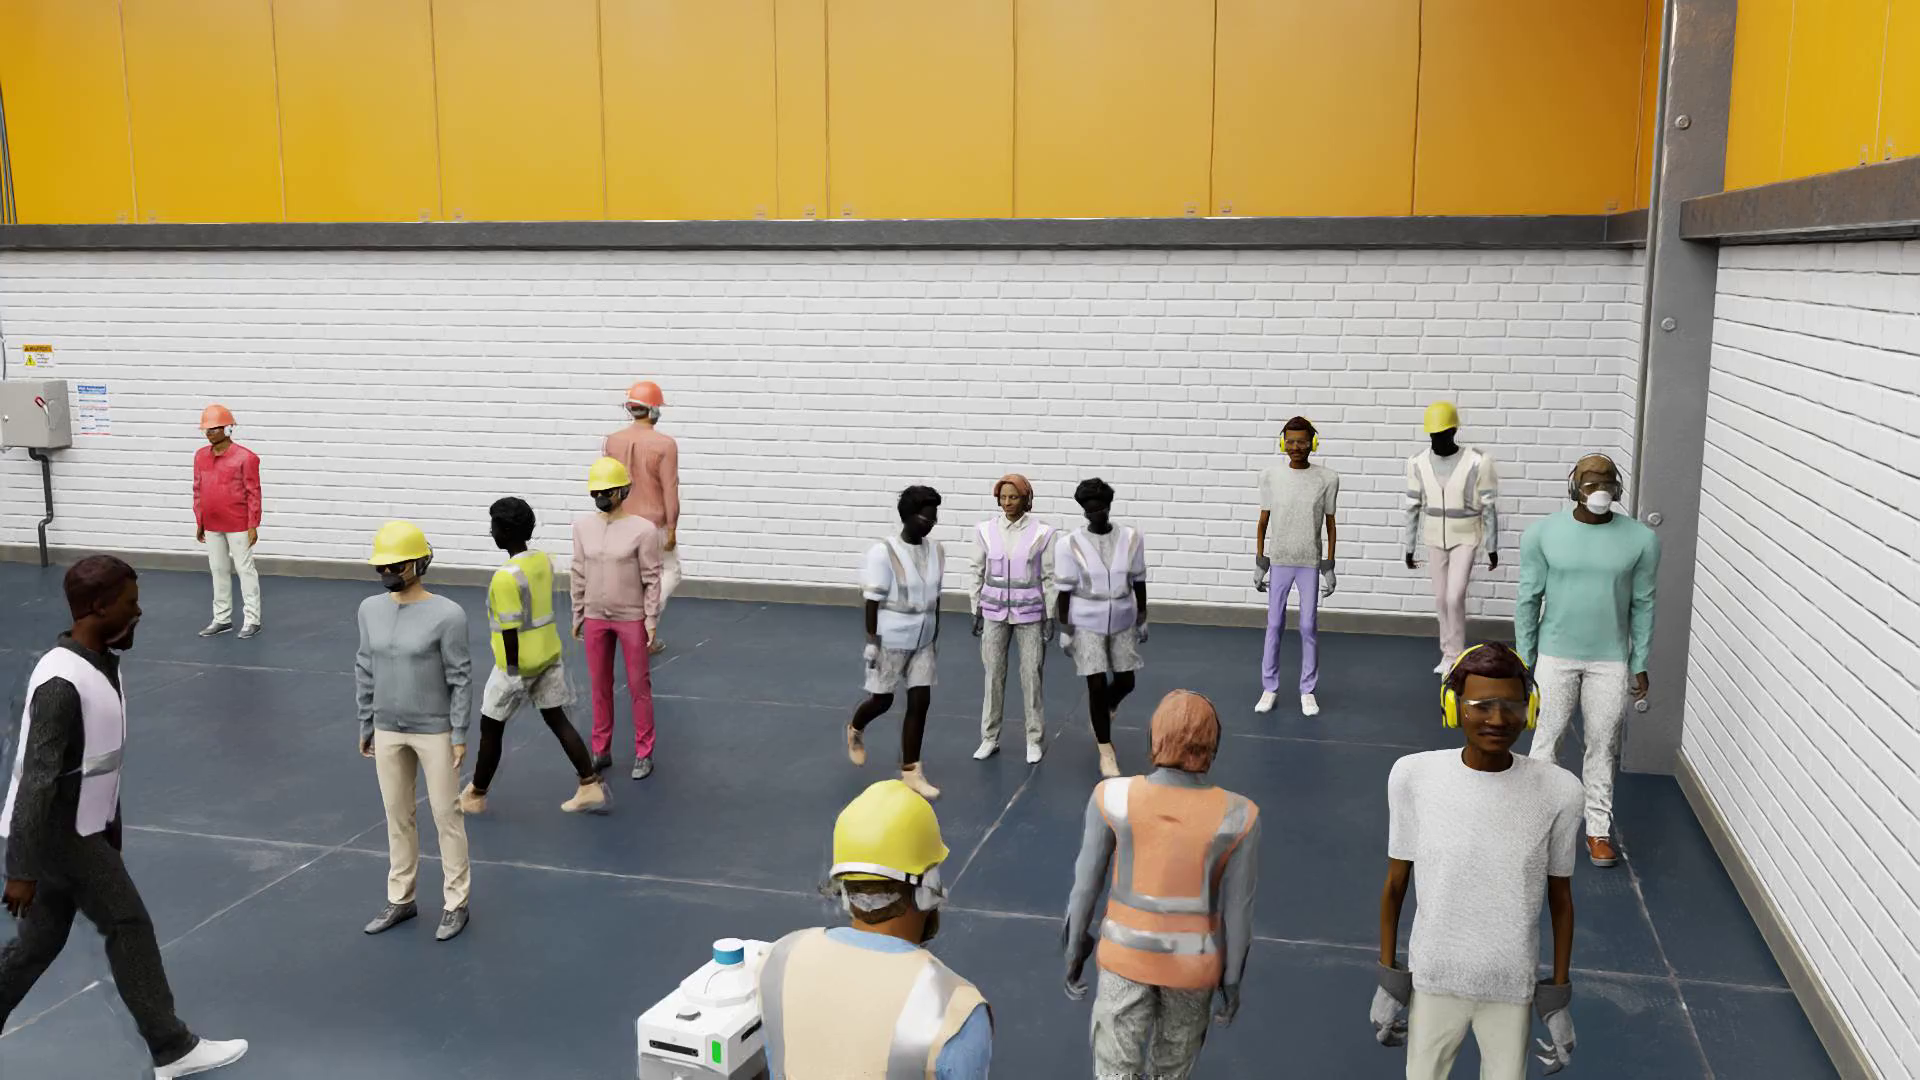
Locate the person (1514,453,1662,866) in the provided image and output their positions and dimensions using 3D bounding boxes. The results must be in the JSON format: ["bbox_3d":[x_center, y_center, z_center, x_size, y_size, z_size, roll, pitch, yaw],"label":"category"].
[{"bbox_3d":[2.914,0.559,7.784,0.631,1.940,0.370,2,10,14],"label":"person"}]

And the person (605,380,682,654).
[{"bbox_3d":[-2.241,-0.135,11.768,0.612,1.979,0.484,4,10,22],"label":"person"}]

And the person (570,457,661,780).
[{"bbox_3d":[-1.881,0.428,9.062,0.527,1.768,0.313,2,10,14],"label":"person"}]

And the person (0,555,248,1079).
[{"bbox_3d":[-3.016,0.982,5.579,0.963,1.854,0.640,-4,10,-23],"label":"person"}]

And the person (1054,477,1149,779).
[{"bbox_3d":[0.767,0.459,9.198,0.562,1.667,0.566,-2,10,-14],"label":"person"}]

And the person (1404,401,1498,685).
[{"bbox_3d":[3.267,0.010,11.148,0.608,1.885,0.687,8,12,39],"label":"person"}]

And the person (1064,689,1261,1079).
[{"bbox_3d":[0.559,1.241,4.704,0.553,1.610,0.678,2,10,10],"label":"person"}]

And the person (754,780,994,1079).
[{"bbox_3d":[-0.180,1.394,3.350,0.597,1.789,0.870,6,11,30],"label":"person"}]

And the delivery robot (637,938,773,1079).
[{"bbox_3d":[-0.769,1.579,5.566,0.477,0.478,0.707,4,10,23],"label":"delivery robot"}]

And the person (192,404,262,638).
[{"bbox_3d":[-5.491,-0.140,12.438,0.566,1.751,0.329,2,10,14],"label":"person"}]

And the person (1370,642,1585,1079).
[{"bbox_3d":[1.337,1.177,4.332,0.520,1.876,0.326,2,10,14],"label":"person"}]

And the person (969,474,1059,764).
[{"bbox_3d":[0.301,0.438,9.373,0.517,1.641,0.308,2,10,14],"label":"person"}]

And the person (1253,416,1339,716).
[{"bbox_3d":[2.083,0.161,10.330,0.520,1.871,0.326,2,10,14],"label":"person"}]

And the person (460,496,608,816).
[{"bbox_3d":[-2.201,0.596,8.408,0.847,1.653,0.539,3,10,15],"label":"person"}]

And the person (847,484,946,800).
[{"bbox_3d":[-0.355,0.511,8.860,0.550,1.666,0.680,-9,13,-43],"label":"person"}]

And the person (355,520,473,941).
[{"bbox_3d":[-2.278,0.790,6.928,0.527,1.768,0.313,2,10,14],"label":"person"}]
